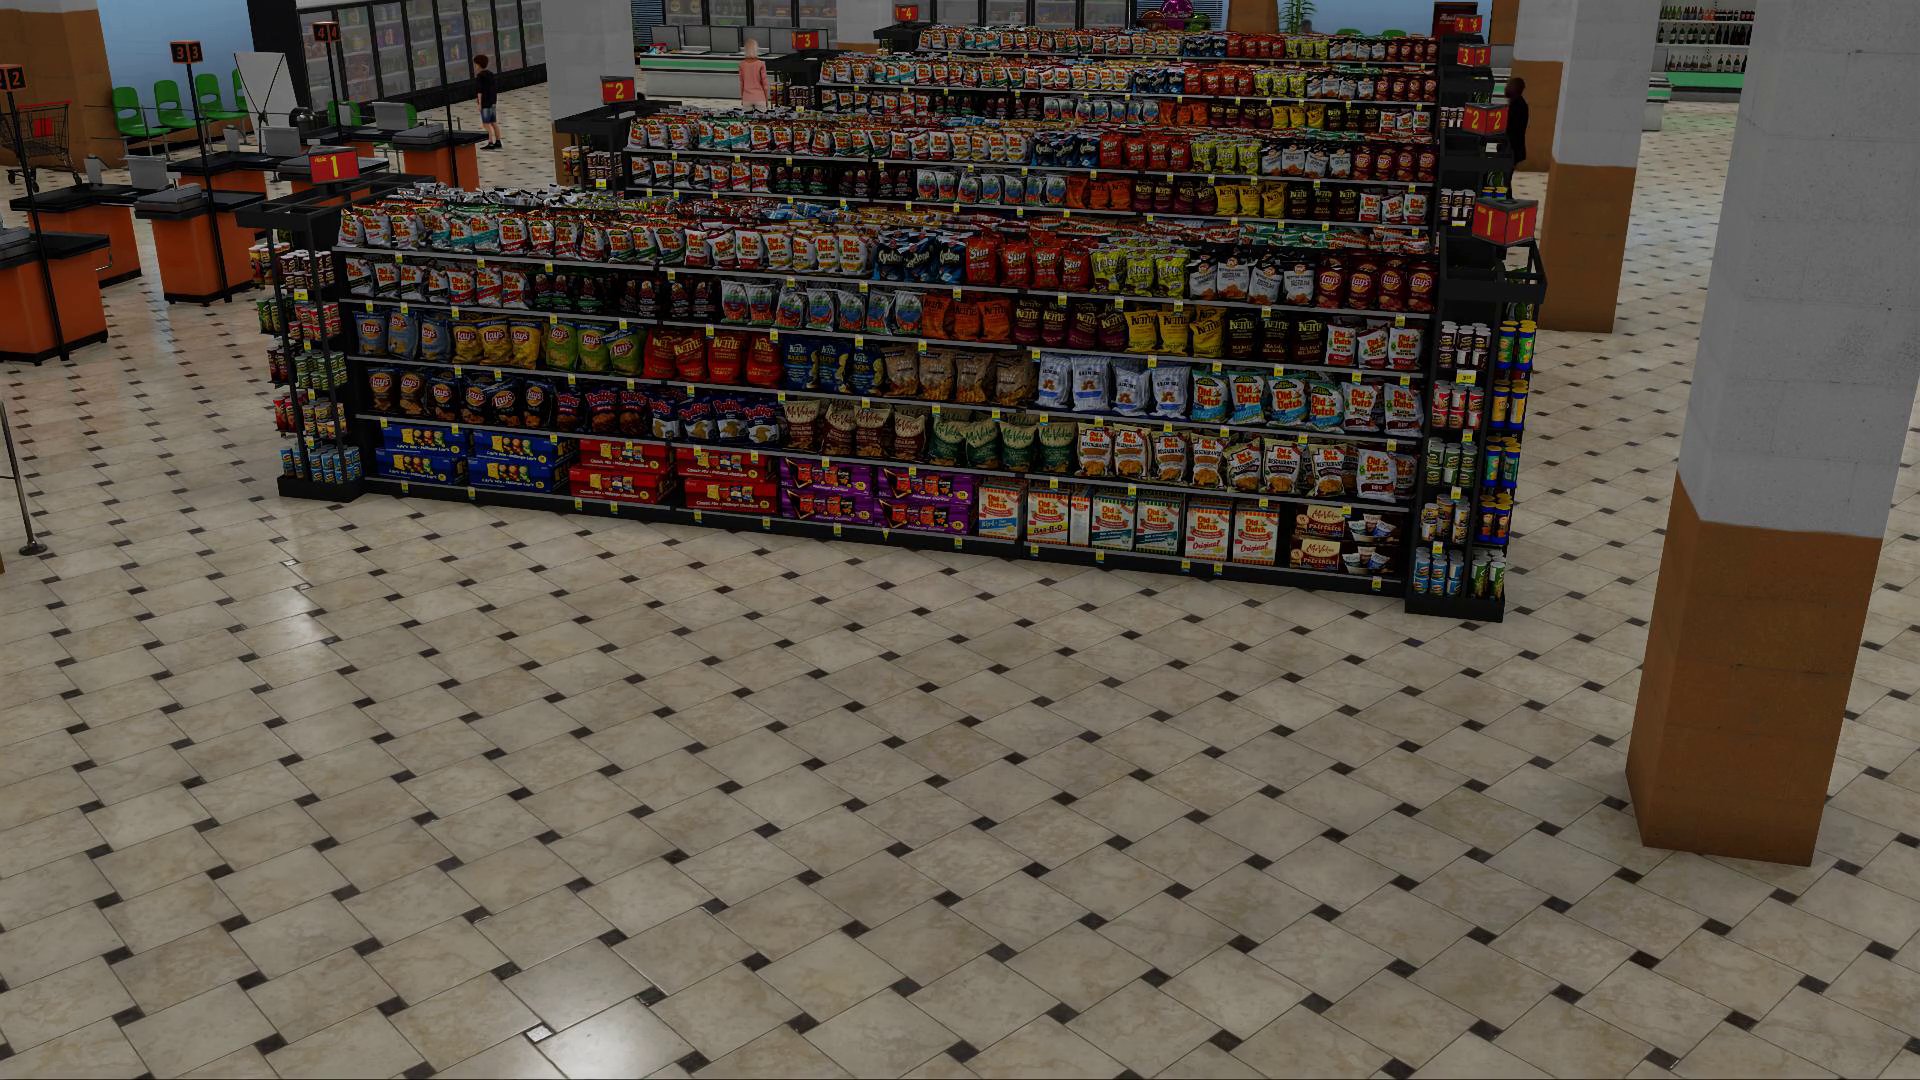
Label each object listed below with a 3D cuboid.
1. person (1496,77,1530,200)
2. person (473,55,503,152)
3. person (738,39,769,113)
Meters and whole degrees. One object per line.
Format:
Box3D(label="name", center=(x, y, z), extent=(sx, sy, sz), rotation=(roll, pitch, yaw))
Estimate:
Box3D(label="person", center=(6.635, -4.575, 19.826), extent=(0.675, 1.810, 0.675), rotation=(6, 23, 14))
Box3D(label="person", center=(-7.349, -6.794, 25.840), extent=(0.514, 1.444, 0.535), rotation=(7, 23, 17))
Box3D(label="person", center=(-3.130, -6.706, 25.246), extent=(0.474, 1.723, 0.674), rotation=(4, 22, 10))
